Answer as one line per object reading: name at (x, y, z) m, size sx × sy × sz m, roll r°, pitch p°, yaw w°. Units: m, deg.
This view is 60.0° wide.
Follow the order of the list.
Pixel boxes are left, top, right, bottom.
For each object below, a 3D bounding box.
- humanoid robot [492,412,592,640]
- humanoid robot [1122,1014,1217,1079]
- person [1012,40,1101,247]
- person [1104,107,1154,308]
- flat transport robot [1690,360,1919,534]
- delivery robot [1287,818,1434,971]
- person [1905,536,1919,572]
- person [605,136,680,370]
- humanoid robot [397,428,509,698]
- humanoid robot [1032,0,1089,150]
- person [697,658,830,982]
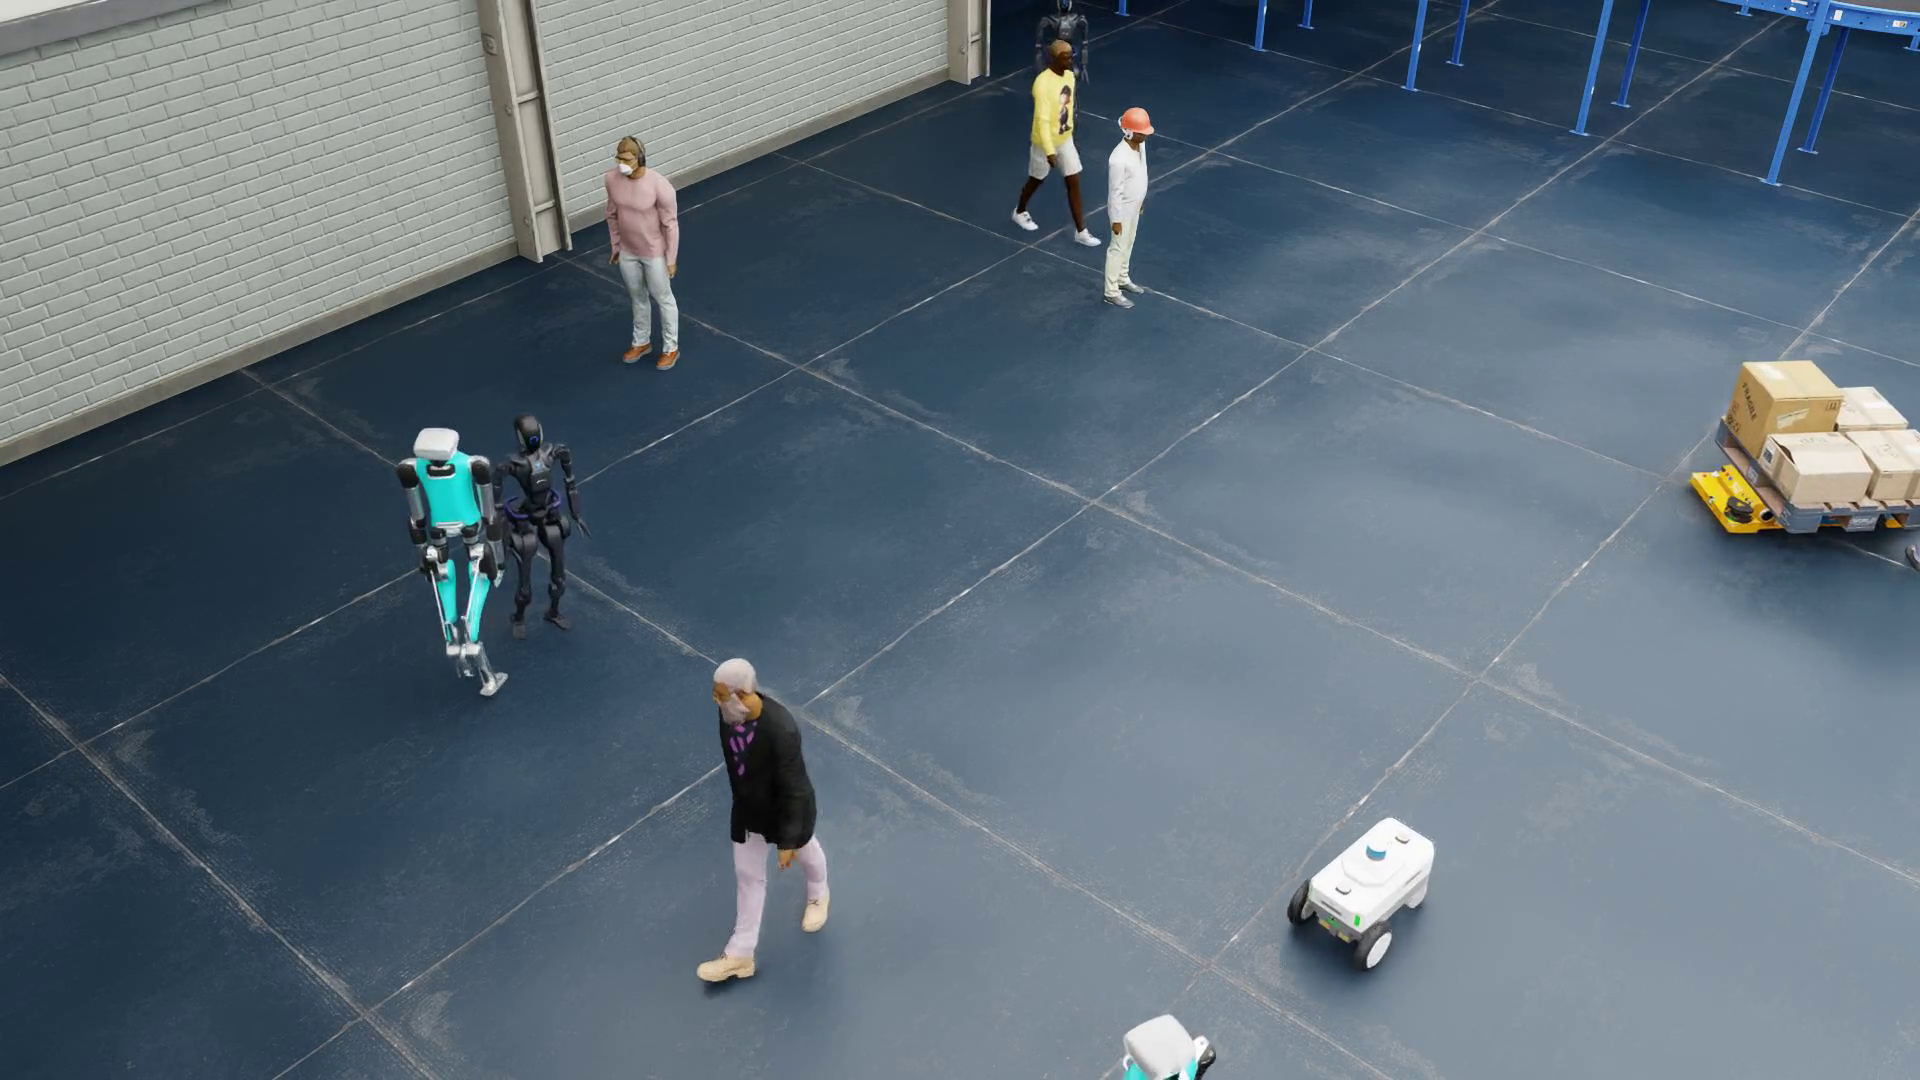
humanoid robot at (-2.624, -0.102, 10.330) m, size 0.600 × 1.640 × 0.379 m, roll -24°, pitch 42°, yaw -30°
humanoid robot at (0.564, 2.410, 6.748) m, size 0.535 × 1.766 × 0.806 m, roll -24°, pitch 42°, yaw -30°
person at (0.861, -3.618, 15.106) m, size 0.552 × 1.850 × 0.979 m, roll -28°, pitch 44°, yaw -33°
person at (1.434, -2.825, 14.081) m, size 0.345 × 1.745 × 0.561 m, roll 15°, pitch 38°, yaw 20°
flat transport robot at (6.048, -0.326, 11.846) m, size 1.431 × 0.231 × 0.659 m, roll -2°, pitch 36°, yaw -3°
delivery robot at (2.112, 1.791, 8.618) m, size 0.765 × 0.585 × 0.499 m, roll -29°, pitch 44°, yaw -34°
person at (6.650, -0.557, 10.810) m, size 0.562 × 1.847 × 0.390 m, roll 13°, pitch 37°, yaw 17°
person at (-2.493, -2.268, 13.134) m, size 0.627 × 1.940 × 0.374 m, roll 15°, pitch 38°, yaw 20°
humanoid robot at (-2.954, 0.268, 9.759) m, size 0.530 × 1.796 × 0.782 m, roll -2°, pitch 36°, yaw -3°
humanoid robot at (1.034, -4.789, 16.908) m, size 0.591 × 1.633 × 0.619 m, roll -5°, pitch 36°, yaw -7°
person at (-0.984, 1.360, 8.158) m, size 0.539 × 1.796 × 0.888 m, roll 18°, pitch 39°, yaw 24°
